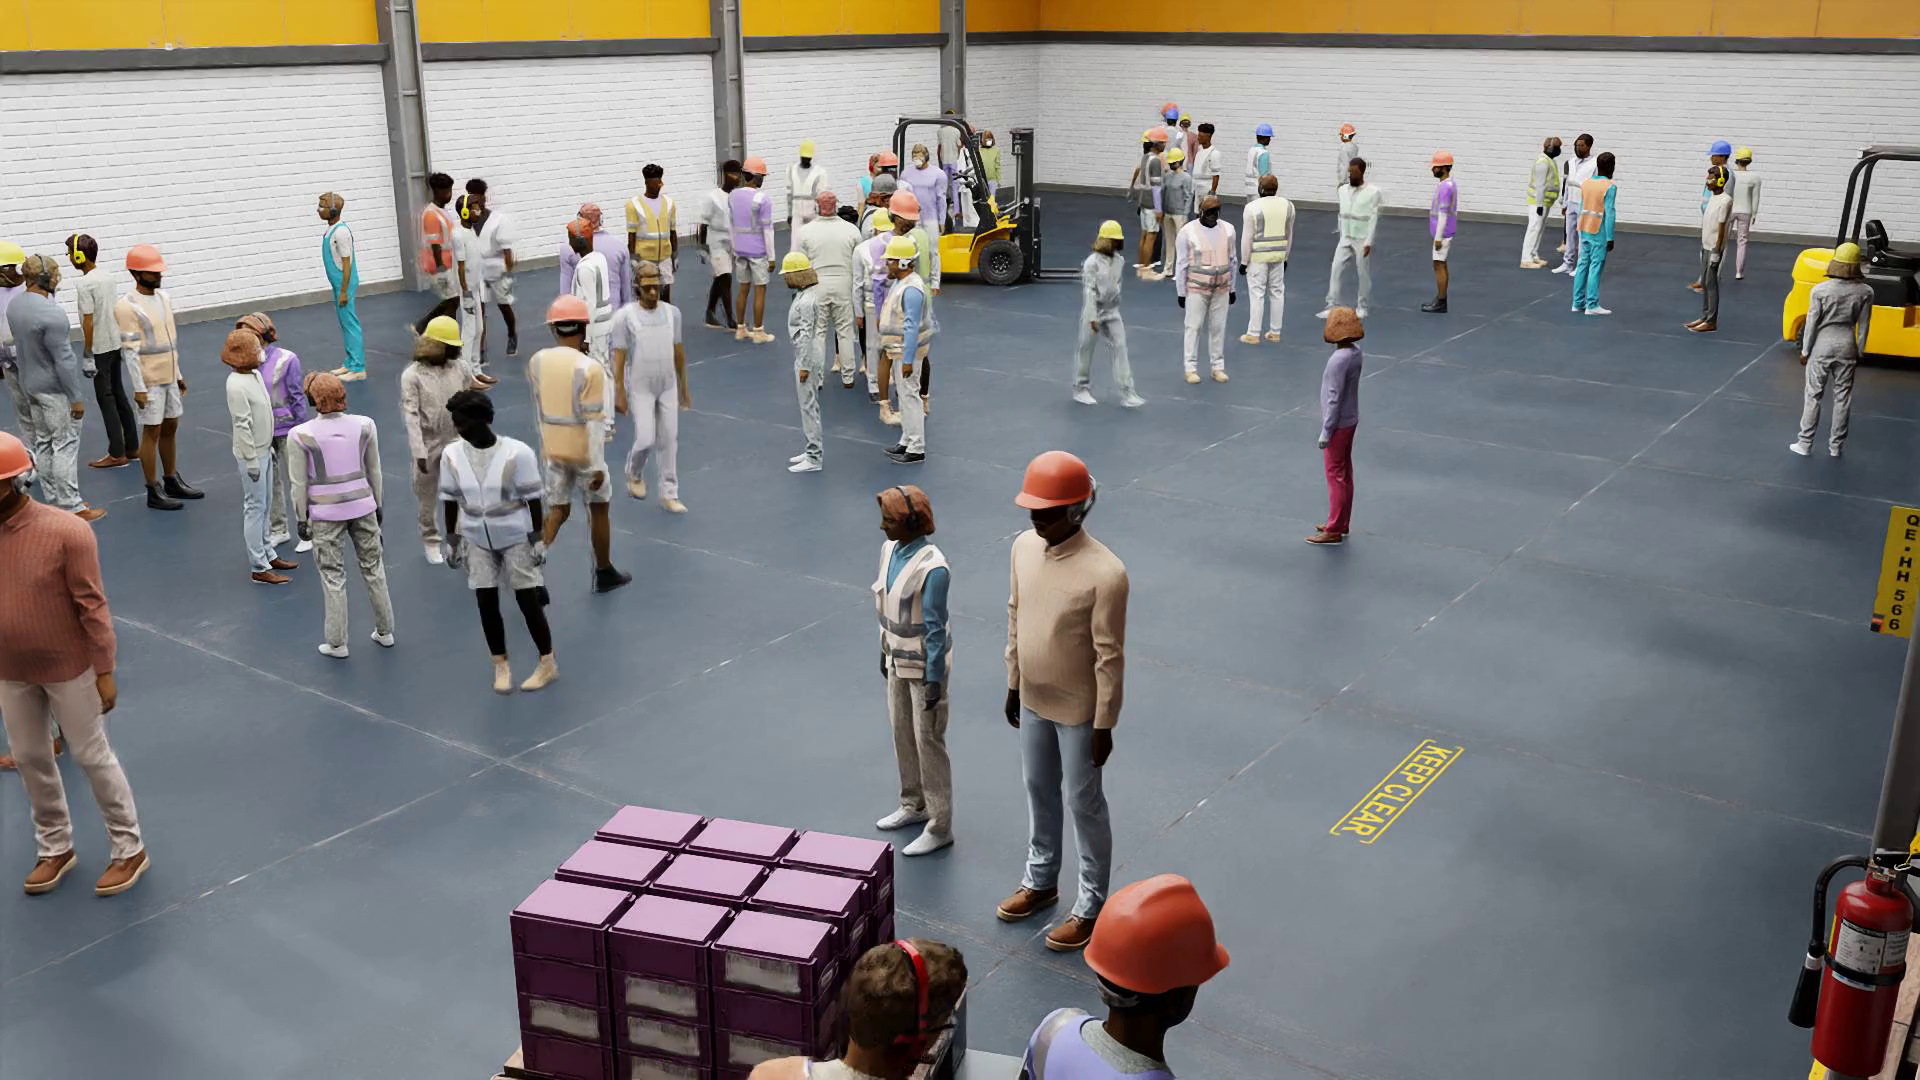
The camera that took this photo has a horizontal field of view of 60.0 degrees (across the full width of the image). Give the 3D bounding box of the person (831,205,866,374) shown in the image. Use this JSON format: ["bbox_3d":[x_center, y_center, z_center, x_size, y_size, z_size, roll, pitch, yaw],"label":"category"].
[{"bbox_3d":[-1.104,-2.504,16.659,0.539,1.691,0.318,3,18,11],"label":"person"}]

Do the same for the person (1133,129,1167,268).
[{"bbox_3d":[2.680,-4.804,23.465,0.370,1.929,0.585,11,21,31],"label":"person"}]

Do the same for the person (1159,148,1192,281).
[{"bbox_3d":[2.895,-4.398,22.468,0.325,1.762,0.524,-12,21,-34],"label":"person"}]

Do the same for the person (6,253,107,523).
[{"bbox_3d":[-6.388,-1.048,11.726,0.636,1.928,0.387,12,21,34],"label":"person"}]

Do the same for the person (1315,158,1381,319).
[{"bbox_3d":[4.572,-3.501,19.466,0.878,1.885,0.598,-17,24,-42],"label":"person"}]

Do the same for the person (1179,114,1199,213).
[{"bbox_3d":[3.993,-6.725,29.763,0.531,1.754,0.342,-2,18,-6],"label":"person"}]

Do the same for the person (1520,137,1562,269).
[{"bbox_3d":[8.251,-4.769,23.533,0.431,1.833,0.641,10,20,29],"label":"person"}]

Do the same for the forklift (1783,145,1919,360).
[{"bbox_3d":[9.803,-2.879,17.013,2.313,2.155,1.214,12,21,33],"label":"forklift"}]

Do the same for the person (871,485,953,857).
[{"bbox_3d":[-0.197,0.548,7.208,0.315,1.631,0.524,-10,20,-28],"label":"person"}]

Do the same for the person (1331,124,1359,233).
[{"bbox_3d":[6.290,-5.901,27.176,0.335,1.753,0.563,10,20,29],"label":"person"}]

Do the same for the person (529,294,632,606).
[{"bbox_3d":[-2.409,-0.531,10.158,0.568,1.902,0.757,8,19,23],"label":"person"}]

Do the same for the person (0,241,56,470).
[{"bbox_3d":[-7.322,-1.416,13.020,0.590,1.833,0.404,4,18,13],"label":"person"}]

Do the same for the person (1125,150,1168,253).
[{"bbox_3d":[2.767,-5.167,24.744,0.592,1.847,0.515,15,23,40],"label":"person"}]

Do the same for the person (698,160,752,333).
[{"bbox_3d":[-2.630,-3.325,18.850,0.846,1.916,0.635,12,21,33],"label":"person"}]

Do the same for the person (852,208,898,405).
[{"bbox_3d":[-0.696,-2.156,15.364,0.603,1.820,0.403,-7,19,-22],"label":"person"}]

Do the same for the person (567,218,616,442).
[{"bbox_3d":[-3.108,-1.765,14.026,0.356,1.887,0.572,0,18,-1],"label":"person"}]

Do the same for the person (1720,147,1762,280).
[{"bbox_3d":[10.505,-4.414,22.502,0.525,1.772,0.306,6,19,19],"label":"person"}]

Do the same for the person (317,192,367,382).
[{"bbox_3d":[-6.082,-2.480,16.329,0.345,1.847,0.504,-9,20,-27],"label":"person"}]

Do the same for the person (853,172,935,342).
[{"bbox_3d":[-0.721,-3.115,18.312,1.047,1.857,0.601,-10,20,-27],"label":"person"}]

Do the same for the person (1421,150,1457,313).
[{"bbox_3d":[5.779,-3.714,20.064,0.393,1.927,0.546,6,19,17],"label":"person"}]

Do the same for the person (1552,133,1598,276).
[{"bbox_3d":[8.520,-4.603,22.853,0.386,1.918,0.596,-8,19,-22],"label":"person"}]

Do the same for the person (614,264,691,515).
[{"bbox_3d":[-2.237,-1.100,12.046,0.558,1.829,0.500,-12,22,-34],"label":"person"}]

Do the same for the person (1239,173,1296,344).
[{"bbox_3d":[3.323,-3.064,18.163,0.623,1.845,0.430,-7,19,-20],"label":"person"}]

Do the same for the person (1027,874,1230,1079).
[{"bbox_3d":[0.365,1.587,3.484,0.380,1.930,0.545,-10,20,-28],"label":"person"}]

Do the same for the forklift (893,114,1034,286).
[{"bbox_3d":[-0.171,-4.594,22.377,2.313,2.155,1.214,1,18,3],"label":"forklift"}]

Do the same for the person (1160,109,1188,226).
[{"bbox_3d":[3.525,-6.239,27.926,0.616,1.942,0.408,6,19,19],"label":"person"}]

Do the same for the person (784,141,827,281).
[{"bbox_3d":[-2.062,-4.332,22.077,0.607,1.868,0.993,4,18,14],"label":"person"}]

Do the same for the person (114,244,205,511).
[{"bbox_3d":[-5.845,-1.193,12.154,0.378,1.936,0.548,3,18,8],"label":"person"}]

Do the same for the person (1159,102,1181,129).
[{"bbox_3d":[3.555,-6.620,29.031,0.634,1.993,0.623,8,20,24],"label":"person"}]

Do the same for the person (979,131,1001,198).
[{"bbox_3d":[0.439,-5.940,27.514,0.497,1.626,0.288,-7,19,-21],"label":"person"}]

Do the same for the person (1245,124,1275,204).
[{"bbox_3d":[4.391,-5.118,24.436,0.415,1.939,0.605,-3,18,-9],"label":"person"}]

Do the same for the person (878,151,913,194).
[{"bbox_3d":[-0.834,-3.668,19.915,0.544,1.930,0.389,-10,20,-27],"label":"person"}]

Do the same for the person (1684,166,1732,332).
[{"bbox_3d":[8.517,-3.293,18.859,0.329,1.861,0.504,1,18,4],"label":"person"}]
